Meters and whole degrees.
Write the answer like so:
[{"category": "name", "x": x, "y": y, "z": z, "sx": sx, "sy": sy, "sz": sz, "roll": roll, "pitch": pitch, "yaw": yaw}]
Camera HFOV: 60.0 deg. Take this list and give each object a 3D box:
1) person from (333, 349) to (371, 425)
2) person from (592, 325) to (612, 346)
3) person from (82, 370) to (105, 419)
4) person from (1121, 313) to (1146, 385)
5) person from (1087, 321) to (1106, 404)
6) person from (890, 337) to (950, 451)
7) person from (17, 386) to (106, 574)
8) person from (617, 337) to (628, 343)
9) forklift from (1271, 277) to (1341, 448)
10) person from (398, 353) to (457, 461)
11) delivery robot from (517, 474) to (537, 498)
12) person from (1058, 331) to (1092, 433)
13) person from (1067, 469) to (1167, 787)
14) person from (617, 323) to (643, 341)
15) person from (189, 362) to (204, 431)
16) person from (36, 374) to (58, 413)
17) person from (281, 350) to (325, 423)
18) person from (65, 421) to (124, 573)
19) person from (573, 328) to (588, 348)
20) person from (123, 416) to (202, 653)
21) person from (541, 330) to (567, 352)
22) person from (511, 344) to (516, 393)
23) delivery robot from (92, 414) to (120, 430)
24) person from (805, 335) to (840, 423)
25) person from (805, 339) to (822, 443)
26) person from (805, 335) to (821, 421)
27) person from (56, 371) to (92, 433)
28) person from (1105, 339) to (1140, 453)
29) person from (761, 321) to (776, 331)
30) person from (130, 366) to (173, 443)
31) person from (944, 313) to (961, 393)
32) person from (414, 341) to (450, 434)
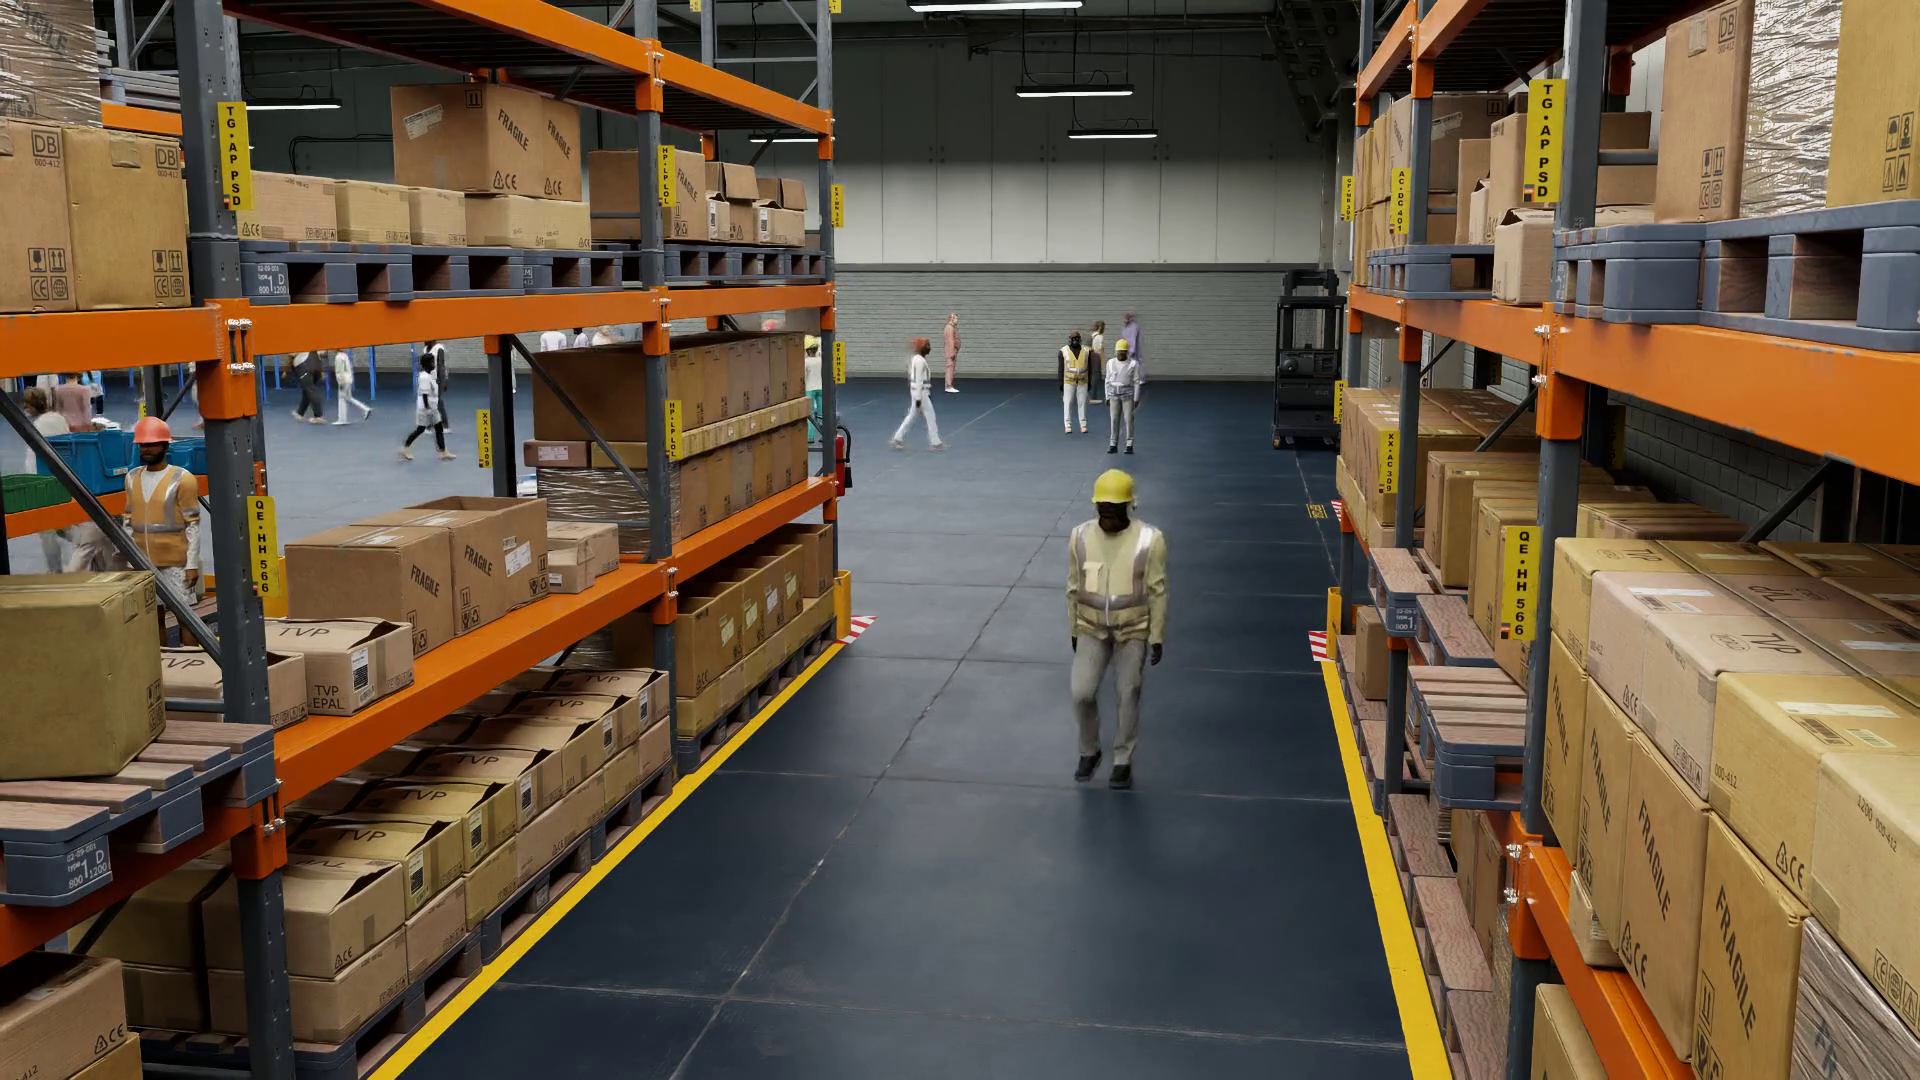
[{"category": "person", "x": -11.595, "y": -2.991, "z": 31.555, "sx": 0.599, "sy": 1.615, "sz": 0.533, "roll": -1, "pitch": 9, "yaw": -6}, {"category": "person", "x": -7.266, "y": -3.521, "z": 34.000, "sx": 0.397, "sy": 1.894, "sz": 0.695, "roll": 2, "pitch": 9, "yaw": 11}, {"category": "person", "x": -16.255, "y": -2.945, "z": 31.051, "sx": 0.639, "sy": 1.682, "sz": 0.538, "roll": -2, "pitch": 9, "yaw": -10}, {"category": "person", "x": 4.333, "y": -4.846, "z": 42.332, "sx": 0.979, "sy": 1.849, "sz": 0.654, "roll": -4, "pitch": 10, "yaw": -23}, {"category": "person", "x": 3.011, "y": -3.900, "z": 36.528, "sx": 0.431, "sy": 1.823, "sz": 0.536, "roll": -3, "pitch": 10, "yaw": -19}, {"category": "person", "x": -0.679, "y": -2.378, "z": 27.109, "sx": 0.949, "sy": 1.850, "sz": 0.593, "roll": -1, "pitch": 9, "yaw": -9}, {"category": "person", "x": -8.275, "y": -0.473, "z": 15.227, "sx": 0.631, "sy": 1.891, "sz": 0.676, "roll": -1, "pitch": 9, "yaw": -6}, {"category": "person", "x": -6.818, "y": -3.289, "z": 33.440, "sx": 0.817, "sy": 1.601, "sz": 0.510, "roll": -4, "pitch": 10, "yaw": -24}, {"category": "forklift", "x": 5.847, "y": -3.016, "z": 27.970, "sx": 1.129, "sy": 2.768, "sz": 1.873, "roll": 1, "pitch": 9, "yaw": 9}, {"category": "person", "x": -8.274, "y": -2.054, "z": 25.657, "sx": 0.835, "sy": 1.666, "sz": 0.538, "roll": -1, "pitch": 9, "yaw": -4}, {"category": "delivery robot", "x": -4.977, "y": -0.527, "z": 19.482, "sx": 0.707, "sy": 0.478, "sz": 0.477, "roll": -7, "pitch": 12, "yaw": -37}, {"category": "person", "x": 2.081, "y": -2.855, "z": 30.076, "sx": 0.628, "sy": 1.838, "sz": 0.429, "roll": -1, "pitch": 9, "yaw": -8}, {"category": "person", "x": 0.871, "y": 0.507, "z": 9.388, "sx": 0.601, "sy": 1.817, "sz": 0.462, "roll": 3, "pitch": 10, "yaw": 17}, {"category": "person", "x": -8.520, "y": -5.008, "z": 43.169, "sx": 0.648, "sy": 1.888, "sz": 0.995, "roll": 0, "pitch": 9, "yaw": 2}, {"category": "person", "x": -13.895, "y": -2.980, "z": 30.521, "sx": 0.553, "sy": 1.930, "sz": 0.620, "roll": -6, "pitch": 11, "yaw": -34}, {"category": "person", "x": -13.095, "y": -1.862, "z": 23.870, "sx": 0.504, "sy": 1.862, "sz": 0.330, "roll": 8, "pitch": 12, "yaw": 40}, {"category": "person", "x": -12.652, "y": -3.265, "z": 32.087, "sx": 1.049, "sy": 2.000, "sz": 0.697, "roll": 5, "pitch": 10, "yaw": 26}, {"category": "person", "x": -7.669, "y": -0.243, "z": 14.685, "sx": 0.530, "sy": 1.598, "sz": 0.869, "roll": 7, "pitch": 11, "yaw": 36}, {"category": "person", "x": -8.027, "y": -3.731, "z": 35.176, "sx": 0.363, "sy": 1.928, "sz": 0.587, "roll": -3, "pitch": 10, "yaw": -18}, {"category": "person", "x": -5.448, "y": 0.125, "z": 11.344, "sx": 0.552, "sy": 1.942, "sz": 0.342, "roll": 2, "pitch": 9, "yaw": 11}, {"category": "person", "x": -8.878, "y": -3.926, "z": 36.375, "sx": 0.561, "sy": 1.927, "sz": 0.522, "roll": -1, "pitch": 9, "yaw": -3}, {"category": "person", "x": -10.820, "y": -4.310, "z": 39.650, "sx": 0.498, "sy": 1.633, "sz": 0.281, "roll": -6, "pitch": 11, "yaw": -32}, {"category": "delivery robot", "x": -14.318, "y": -1.855, "z": 27.669, "sx": 0.707, "sy": 0.478, "sz": 0.477, "roll": 6, "pitch": 11, "yaw": 32}, {"category": "person", "x": -2.663, "y": -2.934, "z": 30.844, "sx": 0.816, "sy": 1.736, "sz": 0.517, "roll": -6, "pitch": 11, "yaw": -31}, {"category": "person", "x": -2.501, "y": -2.524, "z": 28.253, "sx": 0.526, "sy": 1.760, "sz": 0.340, "roll": -7, "pitch": 11, "yaw": -36}, {"category": "person", "x": -2.680, "y": -3.196, "z": 31.909, "sx": 0.617, "sy": 1.920, "sz": 0.450, "roll": -1, "pitch": 9, "yaw": -6}, {"category": "person", "x": -11.902, "y": -1.544, "z": 22.364, "sx": 0.532, "sy": 1.711, "sz": 0.923, "roll": 1, "pitch": 9, "yaw": 5}, {"category": "person", "x": 2.596, "y": -2.310, "z": 26.729, "sx": 0.590, "sy": 1.823, "sz": 0.403, "roll": 4, "pitch": 10, "yaw": 26}, {"category": "person", "x": -3.767, "y": -3.321, "z": 32.608, "sx": 1.048, "sy": 1.931, "sz": 0.633, "roll": -8, "pitch": 12, "yaw": -42}, {"category": "person", "x": -13.402, "y": -2.422, "z": 27.450, "sx": 0.895, "sy": 1.827, "sz": 0.508, "roll": -3, "pitch": 10, "yaw": -19}, {"category": "person", "x": -0.178, "y": -4.502, "z": 40.002, "sx": 0.401, "sy": 1.904, "sz": 0.650, "roll": -1, "pitch": 9, "yaw": -5}, {"category": "person", "x": -9.522, "y": -2.835, "z": 29.742, "sx": 0.790, "sy": 1.891, "sz": 0.623, "roll": -8, "pitch": 12, "yaw": -41}]
